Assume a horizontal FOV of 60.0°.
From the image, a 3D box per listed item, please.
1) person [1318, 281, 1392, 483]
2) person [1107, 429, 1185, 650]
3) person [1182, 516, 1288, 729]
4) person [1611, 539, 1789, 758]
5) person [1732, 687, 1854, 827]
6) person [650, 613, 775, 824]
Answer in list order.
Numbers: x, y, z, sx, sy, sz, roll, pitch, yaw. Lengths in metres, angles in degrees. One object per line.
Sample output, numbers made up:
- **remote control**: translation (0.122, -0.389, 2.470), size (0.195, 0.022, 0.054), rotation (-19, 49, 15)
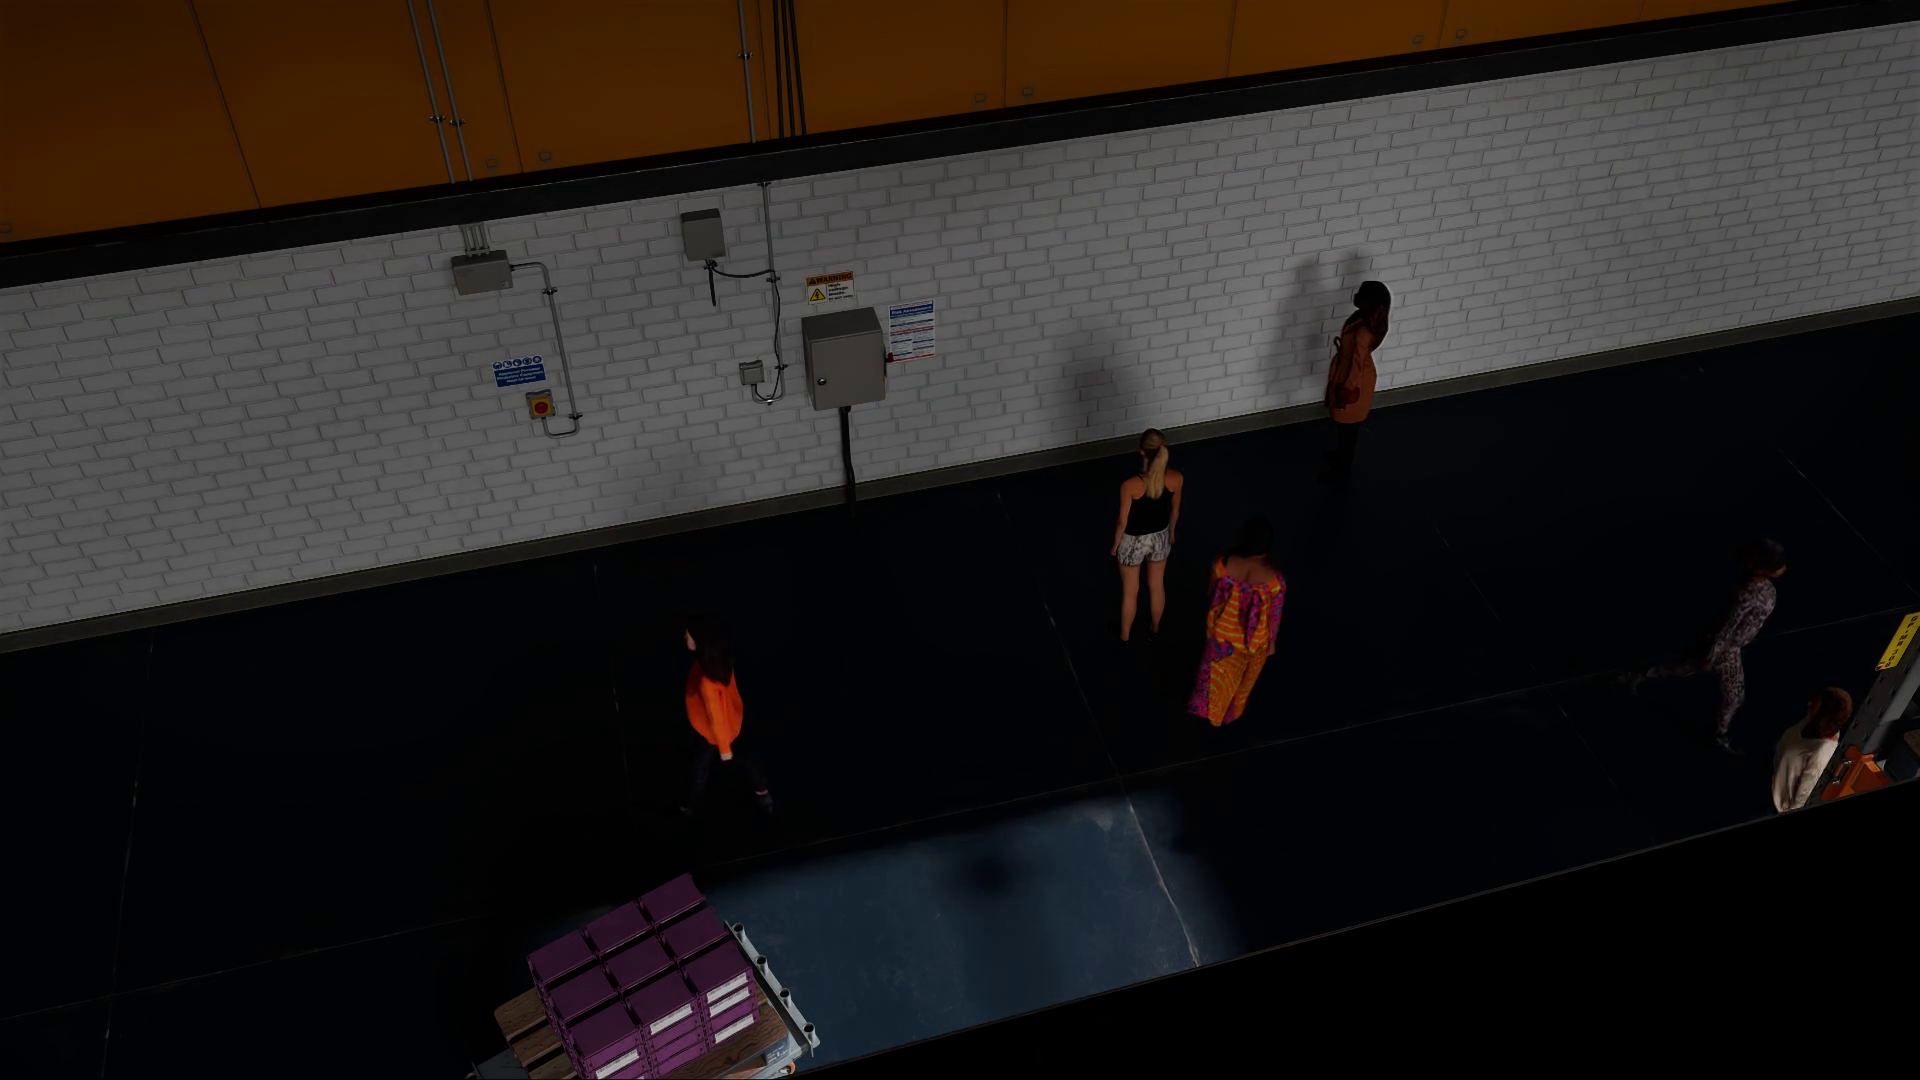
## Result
- **person**: translation (2.844, -1.145, 12.041), size (0.845, 1.720, 0.737), rotation (13, 45, 14)
- **person**: translation (1.199, -0.013, 10.764), size (0.588, 1.844, 0.532), rotation (-10, 45, -10)
- **person**: translation (1.707, 0.549, 10.306), size (0.884, 1.662, 0.944), rotation (21, 47, 20)
- **person**: translation (4.602, 0.598, 10.241), size (1.175, 1.681, 1.073), rotation (23, 48, 22)
- **person**: translation (4.764, 1.454, 9.357), size (0.971, 1.662, 0.926), rotation (18, 46, 18)
- **person**: translation (-1.311, 1.076, 9.710), size (0.864, 1.721, 0.985), rotation (0, 44, 0)
